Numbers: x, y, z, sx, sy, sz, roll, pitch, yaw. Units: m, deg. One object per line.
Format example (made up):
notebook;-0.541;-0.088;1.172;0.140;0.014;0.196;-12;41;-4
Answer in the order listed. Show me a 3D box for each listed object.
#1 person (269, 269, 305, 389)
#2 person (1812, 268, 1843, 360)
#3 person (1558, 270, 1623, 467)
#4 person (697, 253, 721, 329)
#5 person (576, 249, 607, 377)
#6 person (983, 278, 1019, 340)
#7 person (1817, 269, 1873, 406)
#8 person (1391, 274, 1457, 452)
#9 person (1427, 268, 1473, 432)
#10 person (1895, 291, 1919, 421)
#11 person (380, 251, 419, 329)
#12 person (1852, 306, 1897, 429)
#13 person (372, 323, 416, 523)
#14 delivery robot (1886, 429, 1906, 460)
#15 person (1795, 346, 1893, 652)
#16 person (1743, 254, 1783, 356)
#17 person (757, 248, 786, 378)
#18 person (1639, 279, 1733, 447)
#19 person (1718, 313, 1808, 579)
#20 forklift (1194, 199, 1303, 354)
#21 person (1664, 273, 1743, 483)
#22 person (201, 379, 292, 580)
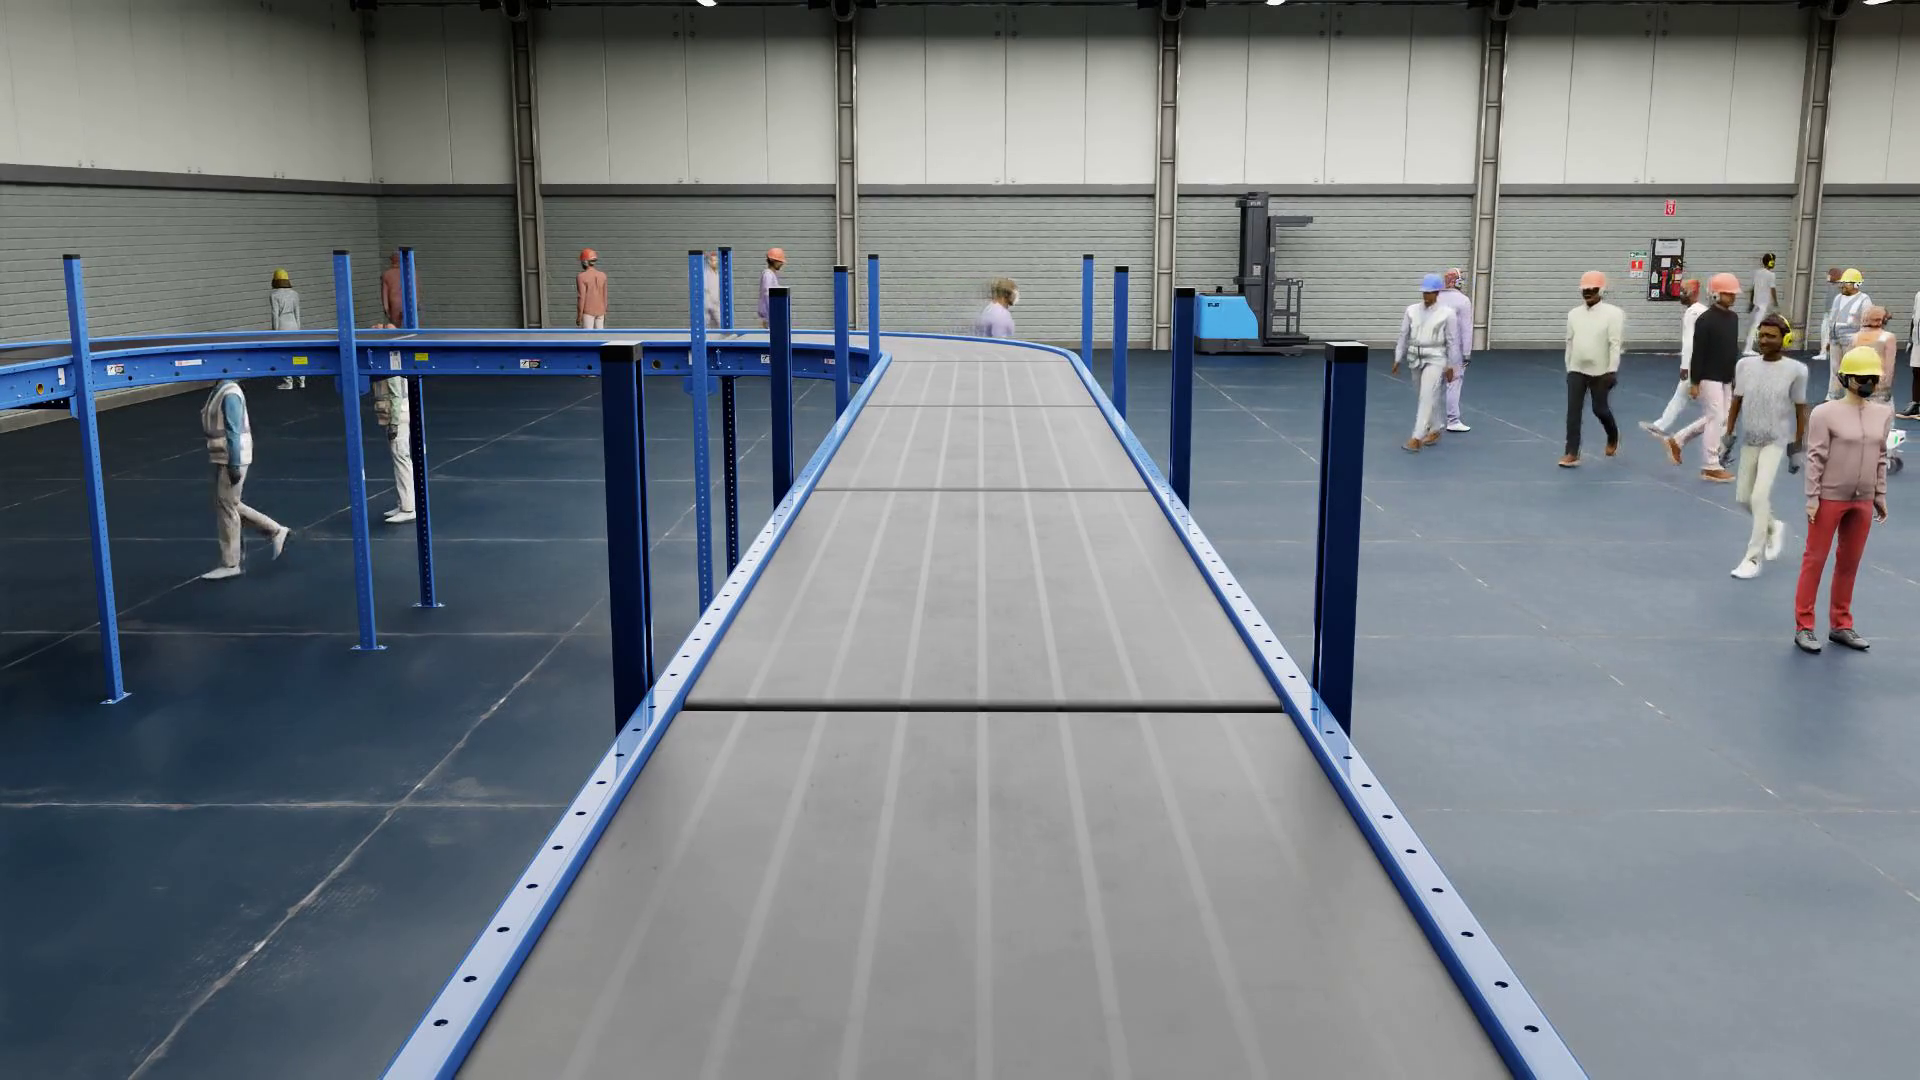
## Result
person;-9.874;-3.084;24.340;0.312;1.744;0.487;6;13;28
person;15.391;-3.972;29.240;0.549;1.610;0.506;0;11;0
person;6.429;-1.746;16.878;0.797;1.976;0.620;-10;15;-42
person;-4.356;-4.167;29.617;1.014;1.854;0.652;5;12;26
person;-5.825;-3.585;26.269;0.388;1.992;0.622;7;13;32
person;0.512;-1.687;16.793;1.028;1.879;0.662;1;11;4
person;11.504;-2.600;21.621;0.404;1.833;0.588;-4;12;-19
person;5.079;-1.936;18.074;1.013;1.900;0.620;-10;15;-41
person;5.768;-2.236;19.566;0.408;1.908;0.645;-7;13;-33
person;11.973;-2.461;20.564;0.367;1.966;0.607;-3;11;-16
person;-10.018;-4.214;29.777;0.646;1.884;0.791;-4;12;-21
person;9.160;-1.521;16.619;0.681;1.609;0.532;-4;12;-21
person;-4.668;-0.966;13.723;0.312;1.639;0.520;-4;12;-18
delivery robot;8.998;-1.003;16.572;0.707;0.478;0.477;9;14;40
person;5.141;-0.236;9.648;0.523;1.769;0.314;-2;11;-11
person;14.704;-4.277;30.256;0.942;1.827;0.551;-2;11;-9
person;-2.954;-3.559;26.077;0.486;2.013;0.629;-1;11;-6
person;8.130;-1.971;18.428;1.063;1.812;0.614;7;13;31
person;5.709;-0.684;11.764;0.749;1.848;0.517;-8;14;-35
forklift;5.313;-4.851;30.603;1.873;2.768;1.129;0;11;1
person;7.172;-1.576;15.982;0.610;1.979;0.726;-9;14;-38
person;-5.037;-0.547;11.622;0.568;1.621;0.520;-7;13;-34
